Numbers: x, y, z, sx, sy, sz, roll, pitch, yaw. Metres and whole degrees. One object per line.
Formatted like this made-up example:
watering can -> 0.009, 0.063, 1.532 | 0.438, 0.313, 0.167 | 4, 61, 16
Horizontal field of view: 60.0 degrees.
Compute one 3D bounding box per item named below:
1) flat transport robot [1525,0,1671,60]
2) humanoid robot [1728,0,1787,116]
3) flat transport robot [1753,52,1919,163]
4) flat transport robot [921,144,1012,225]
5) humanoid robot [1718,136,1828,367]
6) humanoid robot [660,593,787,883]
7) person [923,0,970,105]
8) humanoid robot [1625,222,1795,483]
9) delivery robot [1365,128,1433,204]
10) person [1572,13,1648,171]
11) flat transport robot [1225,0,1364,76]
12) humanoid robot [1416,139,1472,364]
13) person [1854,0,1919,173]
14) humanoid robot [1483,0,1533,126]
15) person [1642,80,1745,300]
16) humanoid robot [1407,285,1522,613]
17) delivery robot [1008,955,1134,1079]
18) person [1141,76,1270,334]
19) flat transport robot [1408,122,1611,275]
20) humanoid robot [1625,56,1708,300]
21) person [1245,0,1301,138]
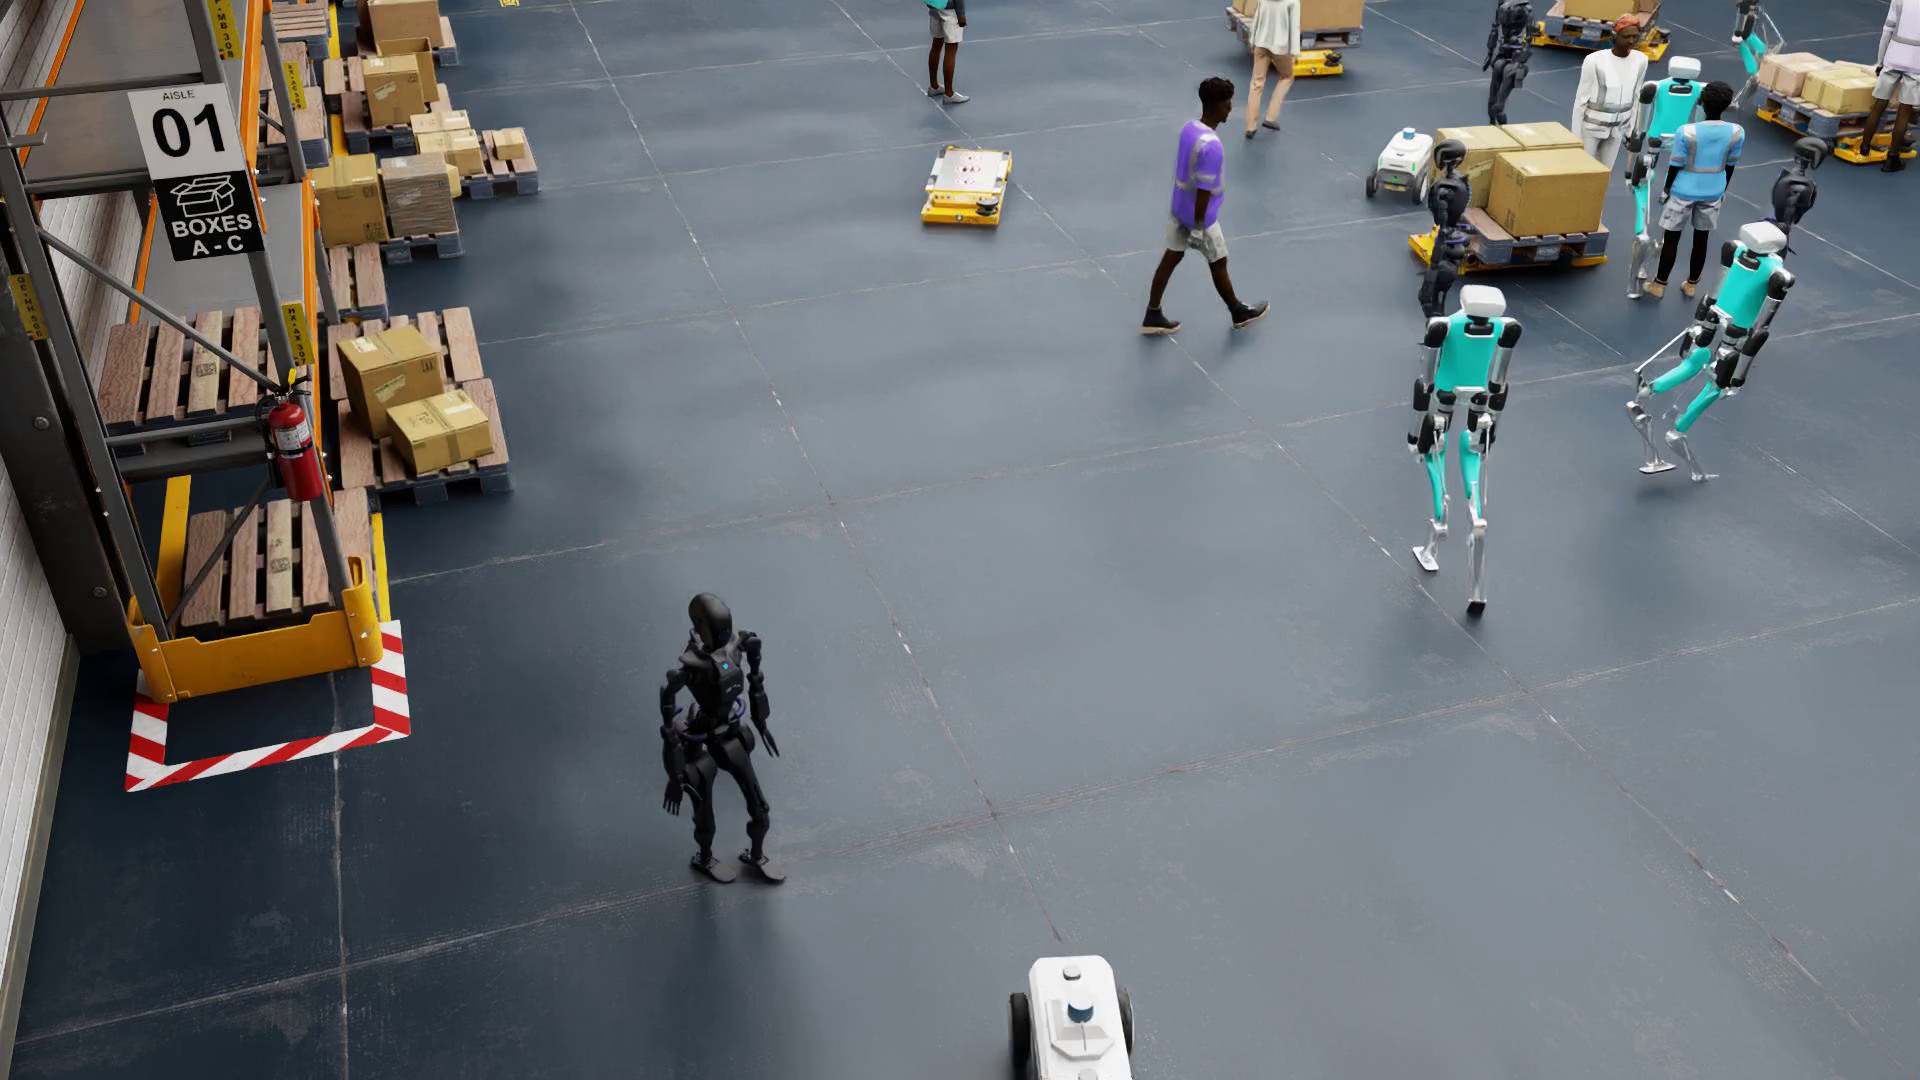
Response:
flat transport robot -> 7.054, -5.562, 18.389 | 1.431, 0.231, 0.659 | 17, 37, 24
humanoid robot -> 7.782, -4.924, 16.148 | 0.681, 1.874, 0.564 | 16, 37, 23
flat transport robot -> 8.379, -3.944, 15.907 | 0.659, 0.231, 1.431 | -8, 34, -12
flat transport robot -> 0.075, -3.141, 14.675 | 0.659, 0.231, 1.431 | 4, 33, 5
humanoid robot -> 5.745, -2.050, 11.721 | 0.336, 1.650, 0.601 | 13, 35, 20
humanoid robot -> -1.065, 0.883, 7.223 | 0.462, 1.632, 0.589 | 27, 42, 35
person -> -0.136, -5.316, 16.496 | 0.454, 1.931, 0.554 | -19, 38, -26
humanoid robot -> 4.471, -1.049, 10.144 | 0.838, 1.799, 0.564 | -10, 34, -15
delivery robot -> 3.926, -3.331, 14.713 | 0.499, 0.603, 0.803 | 15, 36, 21
person -> 5.195, -3.299, 13.441 | 0.573, 1.883, 0.355 | -7, 34, -11
flat transport robot -> 3.596, -5.343, 18.053 | 0.659, 0.231, 1.431 | -5, 33, -8
humanoid robot -> 3.398, -1.999, 11.644 | 0.352, 1.647, 0.612 | 14, 36, 20
person -> 8.480, -4.266, 14.876 | 0.356, 1.938, 0.543 | -27, 42, -35
humanoid robot -> 5.084, -4.463, 15.418 | 0.321, 1.643, 0.604 | -10, 35, -16
person -> 5.556, -2.626, 12.577 | 0.532, 1.696, 0.319 | 0, 33, 0
humanoid robot -> 2.830, -0.427, 9.220 | 0.558, 1.828, 0.884 | -3, 33, -5
delivery robot -> 0.462, 1.994, 6.542 | 0.499, 0.599, 0.784 | -2, 33, -3
person -> 1.802, -2.395, 12.018 | 0.999, 1.910, 0.613 | -8, 34, -12
flat transport robot -> 4.464, -2.407, 13.550 | 1.431, 0.231, 0.659 | -5, 33, -8
humanoid robot -> 5.363, -2.659, 12.676 | 0.534, 1.875, 0.787 | 5, 34, 8
person -> 2.972, -4.620, 15.682 | 0.571, 1.643, 0.529 | 22, 39, 30
